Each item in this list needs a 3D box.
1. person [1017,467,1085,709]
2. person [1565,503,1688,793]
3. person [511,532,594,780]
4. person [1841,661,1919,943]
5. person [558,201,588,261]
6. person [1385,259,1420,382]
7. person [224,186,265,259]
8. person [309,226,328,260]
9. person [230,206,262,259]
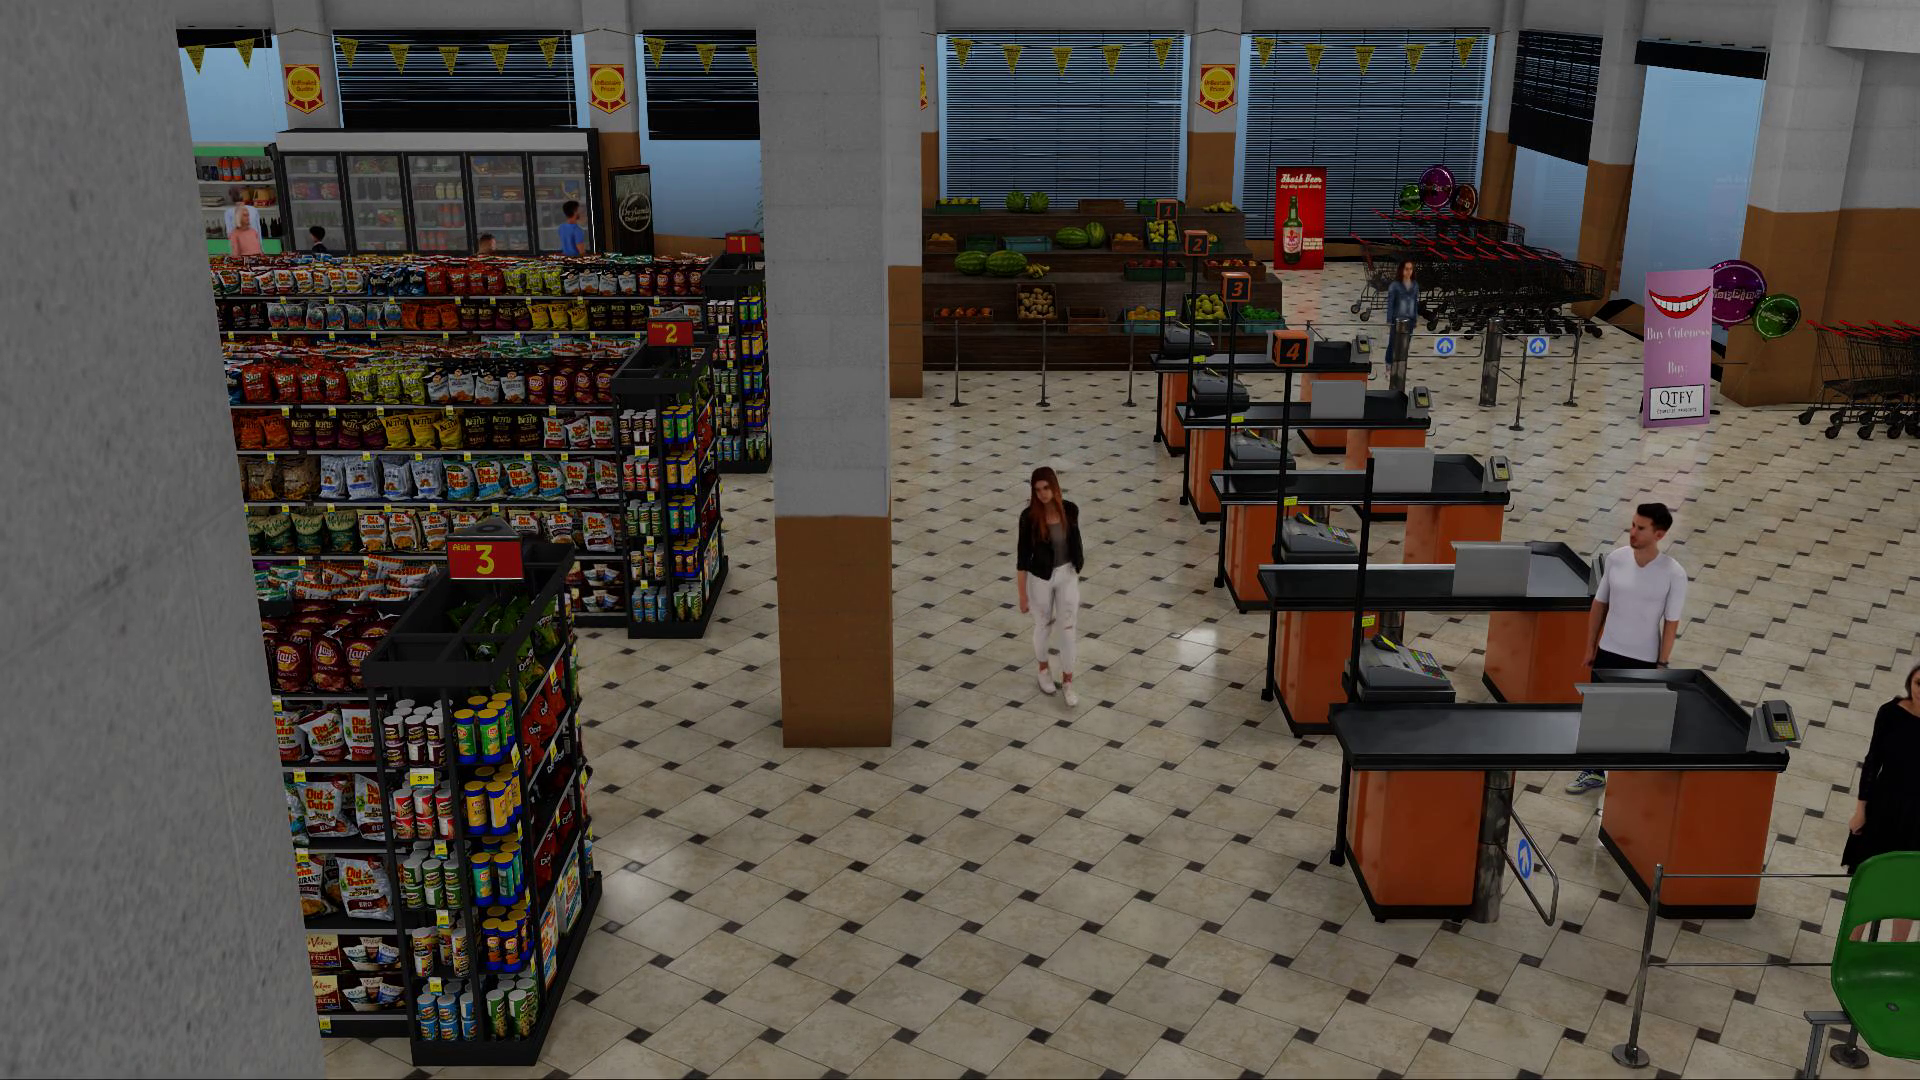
[{"bbox_3d":[0.623,0.276,11.215,0.781,1.668,0.749,-5,19,-15],"label":"person"},{"bbox_3d":[3.949,0.657,9.798,0.801,1.851,0.743,-17,25,-42],"label":"person"},{"bbox_3d":[-2.450,0.772,9.760,1.084,1.658,0.972,13,23,35],"label":"person"},{"bbox_3d":[4.480,1.354,7.897,0.681,1.746,0.761,13,23,35],"label":"person"},{"bbox_3d":[-5.244,-3.672,22.618,0.812,1.863,0.759,-16,25,-40],"label":"person"},{"bbox_3d":[5.397,-2.689,20.311,0.522,1.475,0.682,-5,19,-16],"label":"person"},{"bbox_3d":[-10.298,-4.167,24.046,0.731,1.889,0.815,-14,23,-36],"label":"person"},{"bbox_3d":[-9.448,-4.045,24.741,0.719,1.215,0.570,2,19,5],"label":"person"},{"bbox_3d":[-9.903,-3.777,23.146,0.669,1.724,0.679,9,21,25],"label":"person"}]
